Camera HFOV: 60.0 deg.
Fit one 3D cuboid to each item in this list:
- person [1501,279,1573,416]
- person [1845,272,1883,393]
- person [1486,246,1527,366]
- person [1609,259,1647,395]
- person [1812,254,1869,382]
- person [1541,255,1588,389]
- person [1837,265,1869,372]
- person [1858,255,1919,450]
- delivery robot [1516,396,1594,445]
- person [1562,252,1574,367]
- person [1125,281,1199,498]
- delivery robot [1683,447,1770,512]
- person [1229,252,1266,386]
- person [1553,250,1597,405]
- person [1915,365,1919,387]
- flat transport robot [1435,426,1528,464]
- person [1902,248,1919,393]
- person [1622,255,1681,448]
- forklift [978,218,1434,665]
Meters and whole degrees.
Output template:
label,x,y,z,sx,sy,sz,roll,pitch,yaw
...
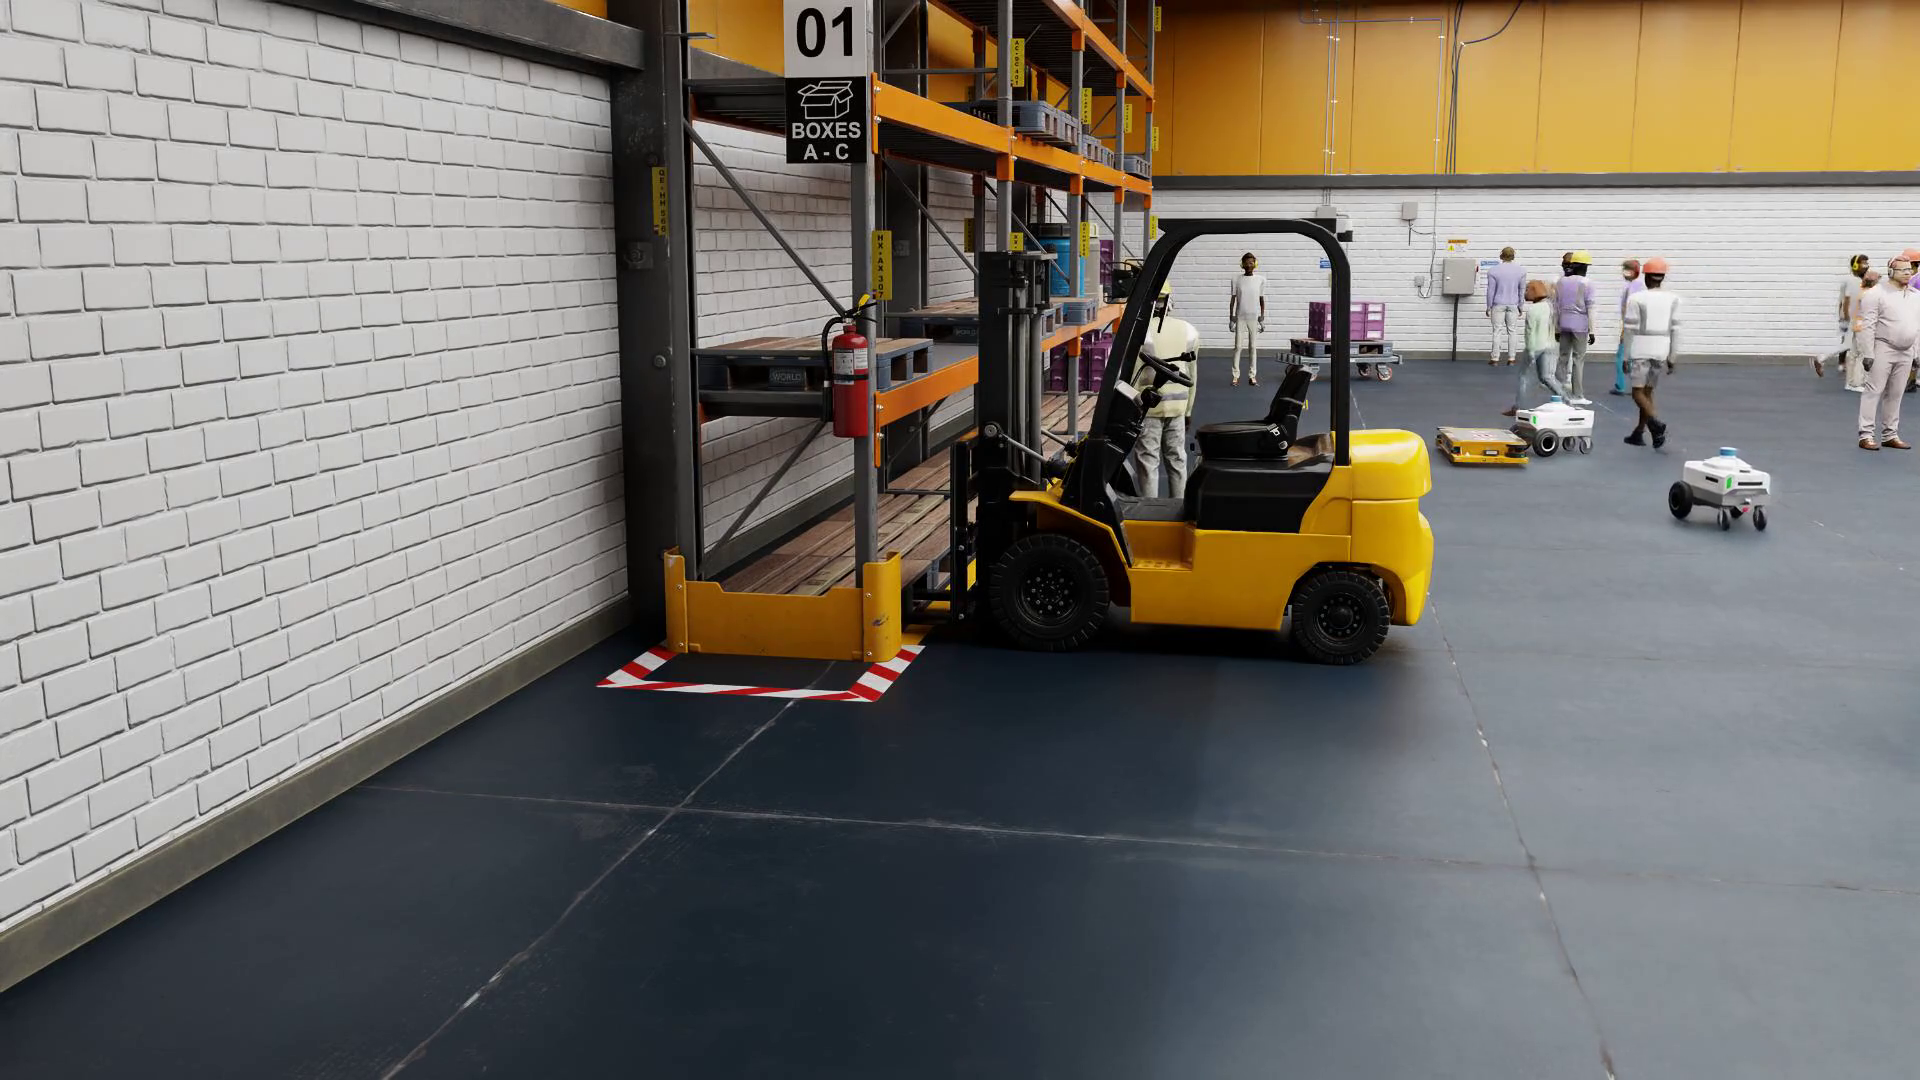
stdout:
label,x,y,z,sx,sy,sz,roll,pitch,yaw
person,6.713,-2.201,19.204,0.502,1.605,0.746,-9,14,-41
person,12.197,-2.794,22.443,0.329,1.629,0.558,5,11,26
person,8.847,-3.790,27.006,0.629,1.940,0.372,0,10,2
person,8.803,-2.777,21.856,0.521,1.804,0.626,8,13,36
person,12.906,-3.227,24.185,0.524,1.847,0.725,-10,14,-43
person,8.360,-2.994,22.915,0.430,1.842,0.630,-9,14,-41
person,13.805,-3.418,25.625,0.315,1.695,0.541,-8,13,-36
person,9.177,-1.835,16.377,0.643,1.909,0.410,-3,11,-14
delivery robot,5.748,-1.150,16.066,0.707,0.478,0.477,-3,11,-16
person,9.811,-3.712,26.839,0.430,1.845,0.619,3,11,18
person,1.351,-0.894,11.449,0.591,1.822,0.404,-5,11,-25
delivery robot,5.585,-0.432,12.133,0.477,0.478,0.707,0,10,-3
person,4.046,-3.102,23.420,0.515,1.872,0.328,0,10,2
person,7.699,-2.653,20.803,0.374,1.924,0.594,-6,12,-32
person,13.532,-2.898,22.772,0.557,1.701,0.918,-10,14,-43
flat transport robot,4.930,-0.906,15.769,0.652,0.197,1.431,2,10,9
person,12.767,-2.949,22.406,0.375,1.934,0.547,1,10,5
person,6.842,-1.847,16.447,0.545,1.917,0.825,-1,10,-5
forklift,1.285,-0.567,8.635,2.313,2.155,1.214,2,11,11
